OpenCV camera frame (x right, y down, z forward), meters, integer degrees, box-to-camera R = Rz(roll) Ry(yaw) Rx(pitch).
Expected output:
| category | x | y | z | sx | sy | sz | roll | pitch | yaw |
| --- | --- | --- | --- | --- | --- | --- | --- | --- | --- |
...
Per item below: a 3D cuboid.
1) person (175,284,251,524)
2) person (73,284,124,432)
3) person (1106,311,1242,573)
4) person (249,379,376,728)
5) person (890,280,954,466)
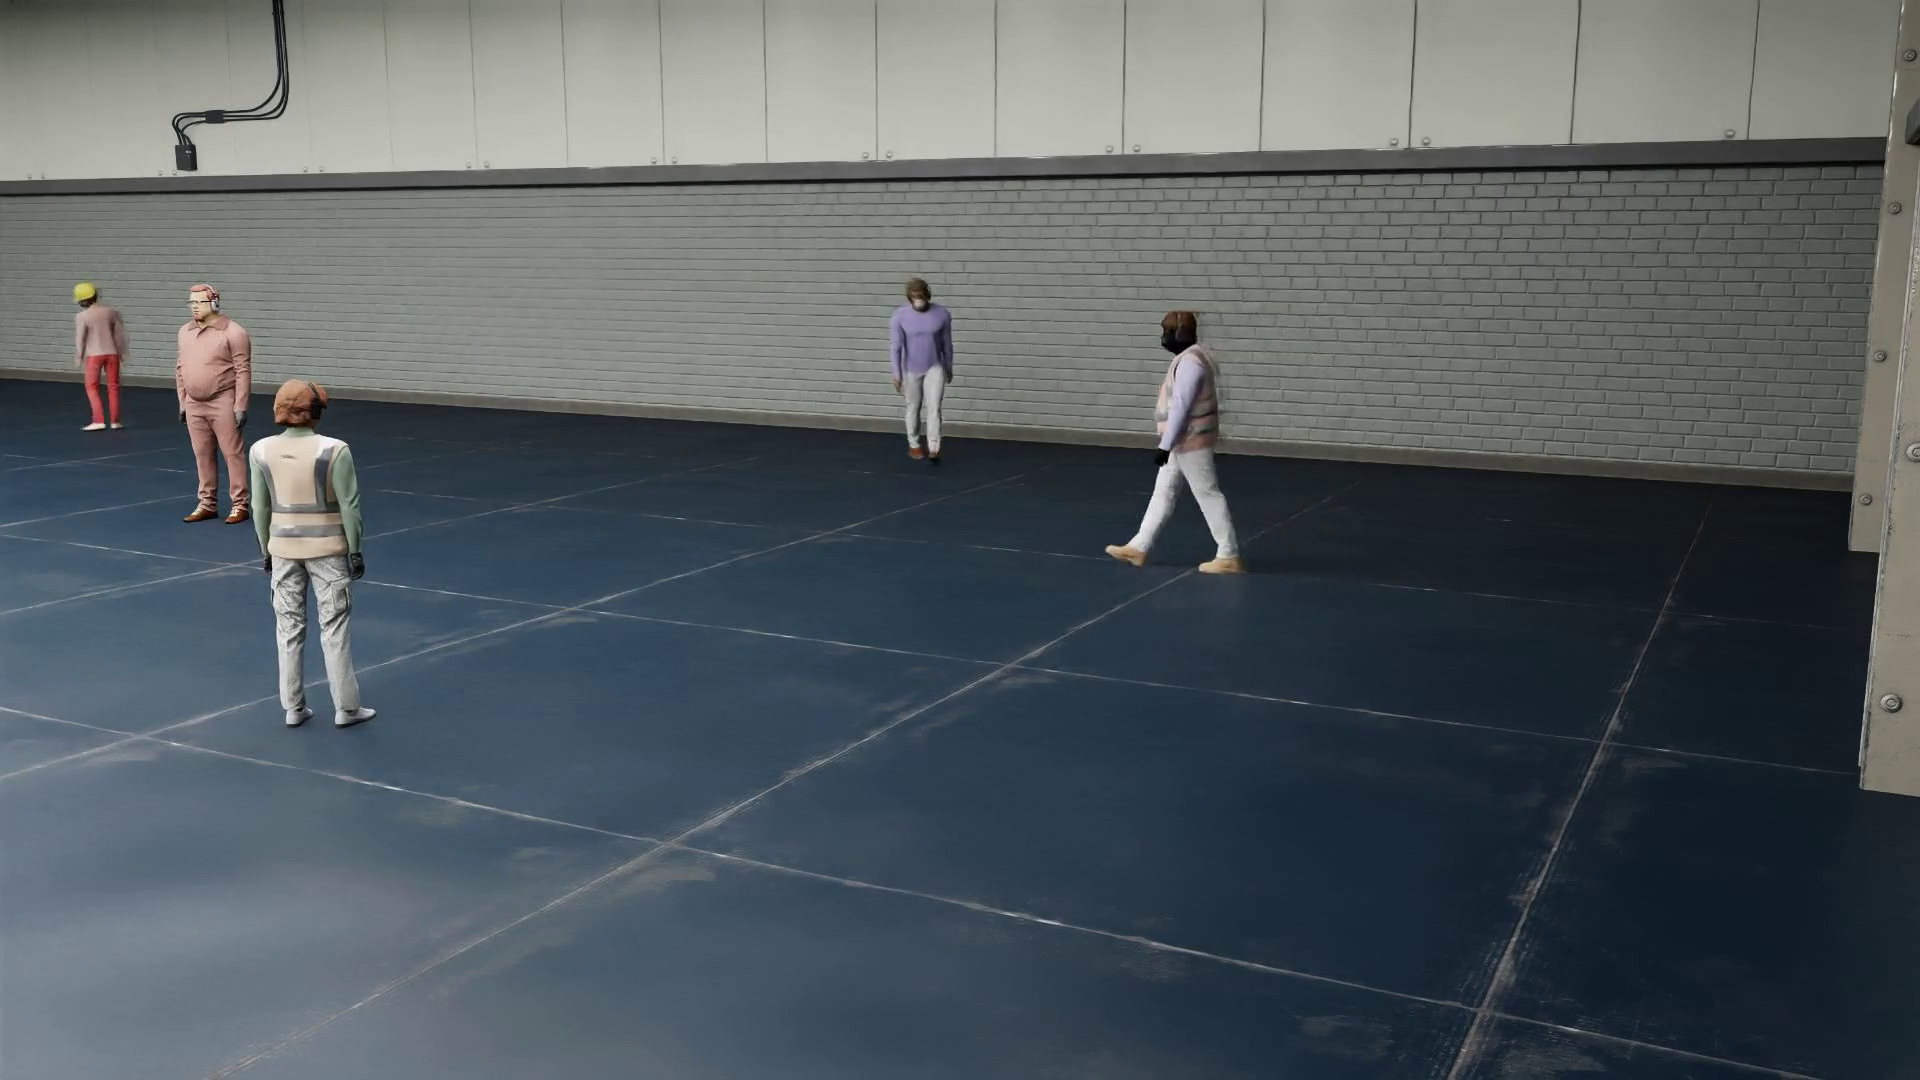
| category | x | y | z | sx | sy | sz | roll | pitch | yaw |
| --- | --- | --- | --- | --- | --- | --- | --- | --- | --- |
| person | -5.979 | -1.079 | 13.293 | 0.641 | 1.908 | 0.408 | 2 | 11 | 13 |
| person | -10.108 | -2.134 | 19.550 | 0.348 | 1.728 | 0.620 | 7 | 12 | 33 |
| person | 1.504 | -0.655 | 11.337 | 0.950 | 1.790 | 0.629 | 1 | 10 | 4 |
| person | -3.023 | 0.073 | 7.742 | 0.513 | 1.640 | 0.309 | 1 | 10 | 5 |
| person | -0.374 | -1.689 | 16.766 | 0.658 | 1.855 | 1.056 | -1 | 10 | -6 |
